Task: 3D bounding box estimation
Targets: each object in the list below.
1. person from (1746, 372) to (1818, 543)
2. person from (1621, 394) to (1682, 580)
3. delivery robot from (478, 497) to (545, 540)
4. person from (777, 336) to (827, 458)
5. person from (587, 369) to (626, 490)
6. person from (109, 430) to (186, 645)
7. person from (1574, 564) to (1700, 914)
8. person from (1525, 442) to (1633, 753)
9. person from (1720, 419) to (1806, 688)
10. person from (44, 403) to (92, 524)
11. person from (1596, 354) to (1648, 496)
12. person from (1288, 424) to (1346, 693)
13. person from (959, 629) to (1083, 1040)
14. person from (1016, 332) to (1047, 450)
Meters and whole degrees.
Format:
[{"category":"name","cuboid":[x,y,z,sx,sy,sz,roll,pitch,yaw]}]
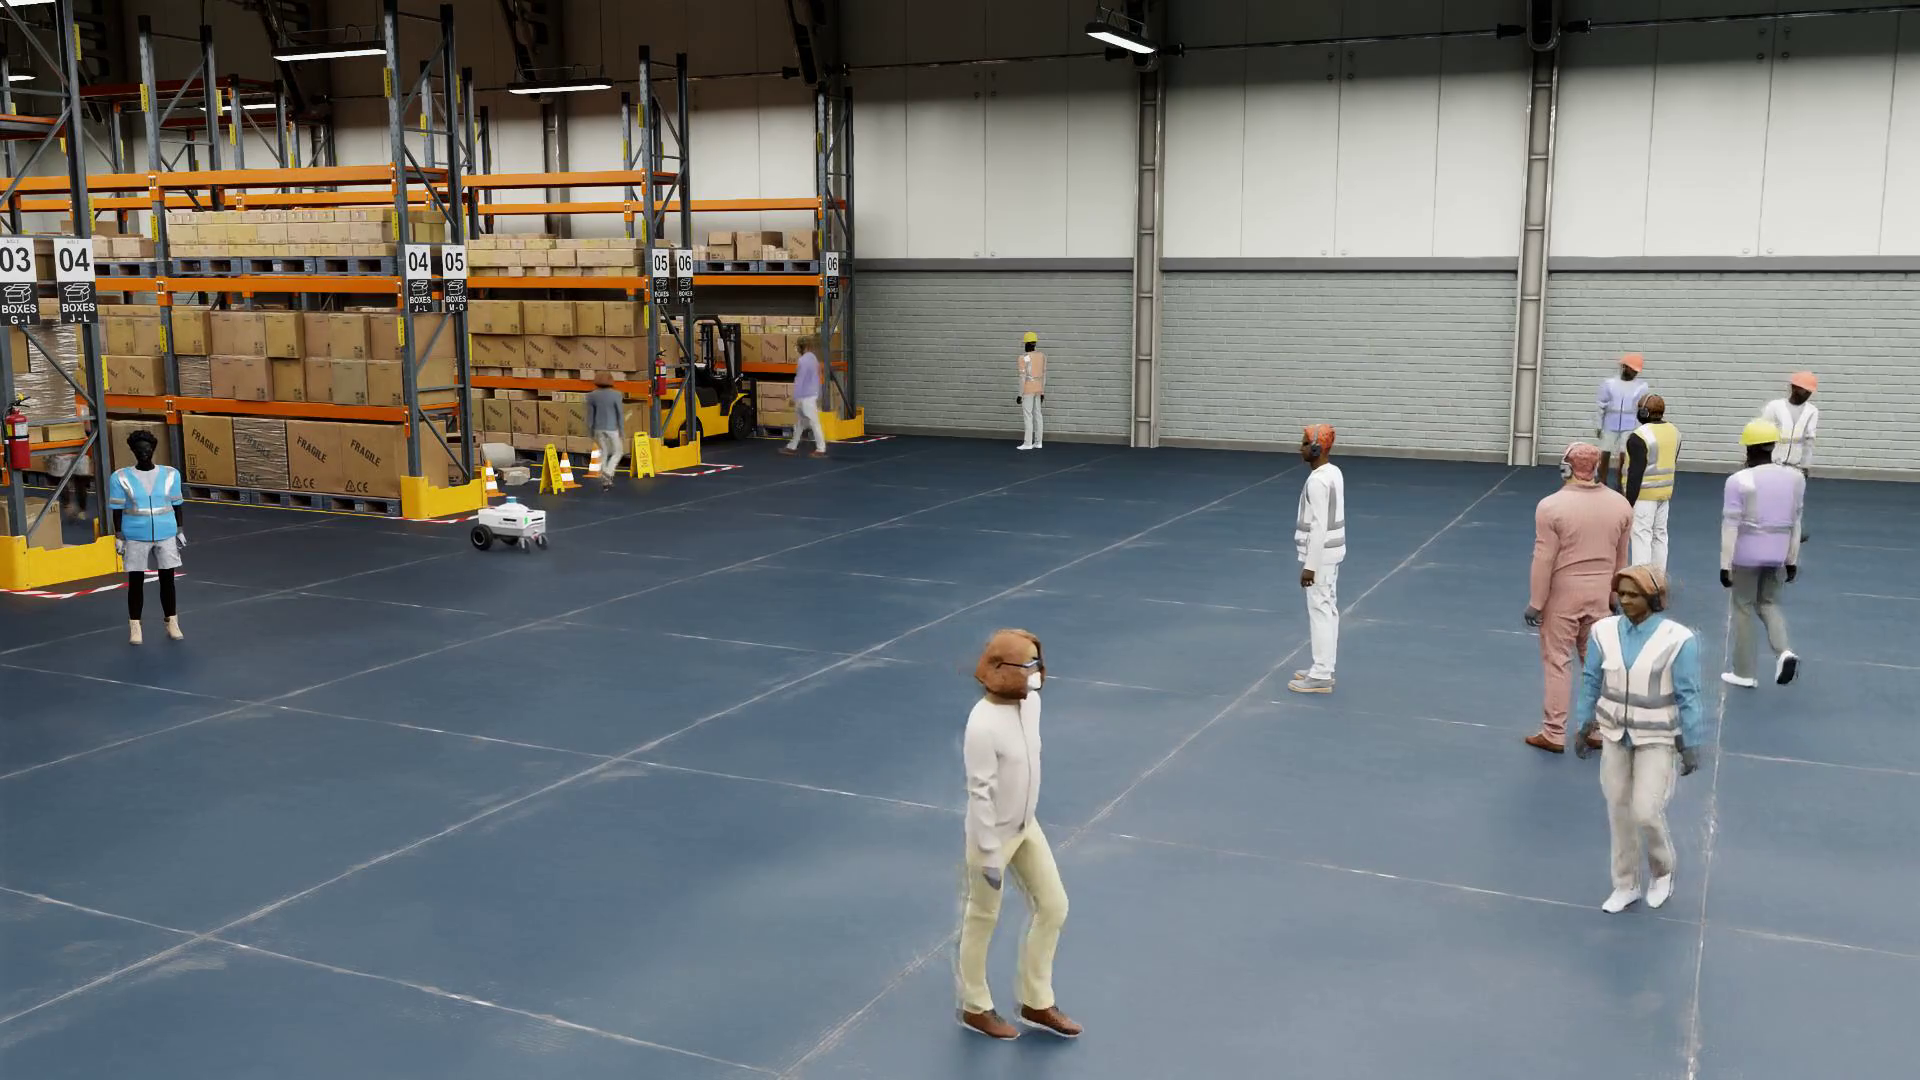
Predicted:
[{"category":"person","cuboid":[8.845,-0.883,17.874,0.612,1.857,0.980,0,9,2]},{"category":"person","cuboid":[6.145,-0.388,14.902,0.621,1.845,0.430,-6,11,-33]},{"category":"delivery robot","cuboid":[-4.708,-0.213,17.474,0.707,0.478,0.477,5,10,27]},{"category":"person","cuboid":[-2.510,-2.224,25.981,0.942,1.900,0.639,1,9,7]},{"category":"person","cuboid":[-4.694,-1.459,22.113,0.519,1.622,0.359,2,9,13]},{"category":"person","cuboid":[-6.394,-0.026,13.124,0.540,1.695,0.317,-7,11,-35]},{"category":"person","cuboid":[3.064,0.911,7.566,0.367,1.623,0.545,-7,12,-39]},{"category":"person","cuboid":[3.754,0.350,10.185,0.651,1.904,0.403,-2,10,-14]},{"category":"person","cuboid":[5.595,0.113,11.606,0.600,1.909,0.520,-1,9,-8]},{"category":"person","cuboid":[-10.333,-1.029,19.287,0.560,1.696,0.391,-9,13,-43]},{"category":"person","cuboid":[8.398,-1.433,21.165,0.627,1.888,0.501,5,11,28]},{"category":"person","cuboid":[2.502,0.127,11.616,0.359,1.882,0.575,4,10,23]},{"category":"person","cuboid":[0.242,1.129,6.265,0.586,1.612,0.534,6,11,32]},{"category":"person","cuboid":[1.152,-2.429,27.151,0.594,1.926,0.367,-8,13,-42]}]
